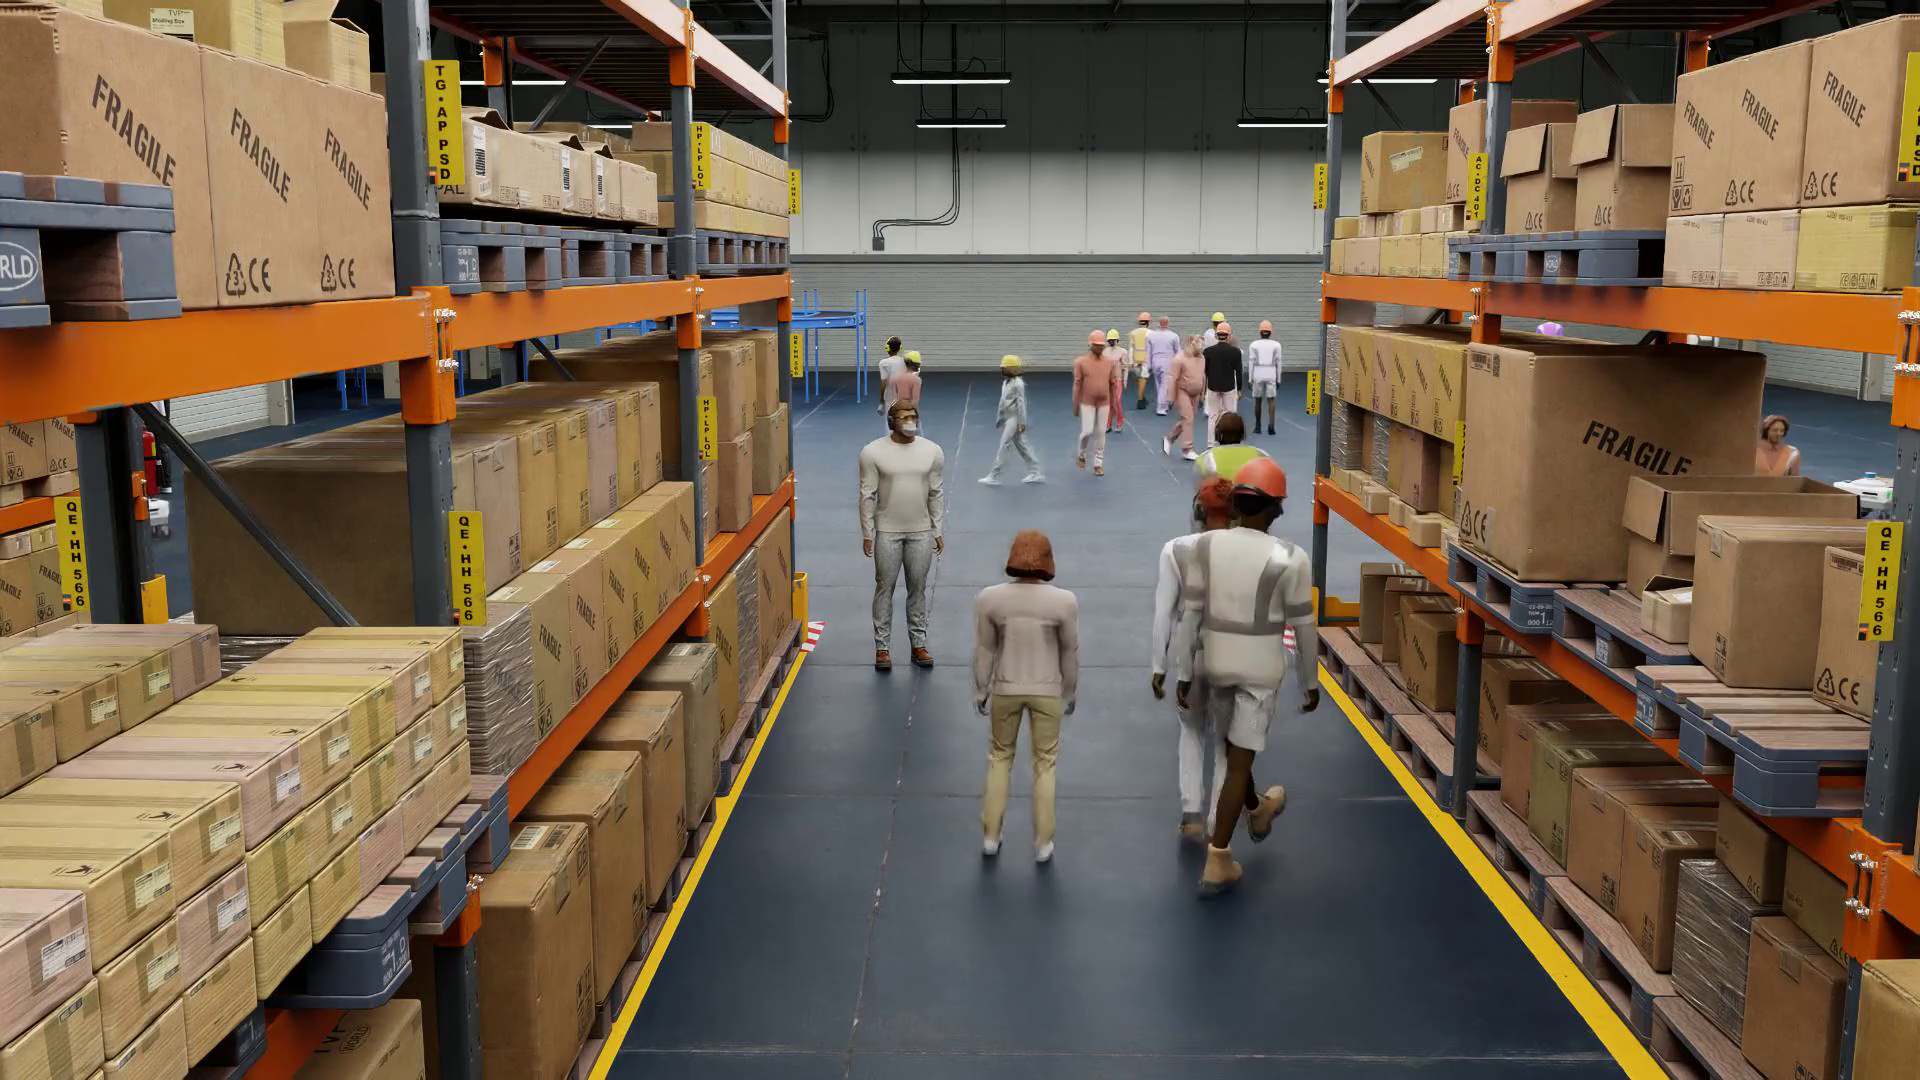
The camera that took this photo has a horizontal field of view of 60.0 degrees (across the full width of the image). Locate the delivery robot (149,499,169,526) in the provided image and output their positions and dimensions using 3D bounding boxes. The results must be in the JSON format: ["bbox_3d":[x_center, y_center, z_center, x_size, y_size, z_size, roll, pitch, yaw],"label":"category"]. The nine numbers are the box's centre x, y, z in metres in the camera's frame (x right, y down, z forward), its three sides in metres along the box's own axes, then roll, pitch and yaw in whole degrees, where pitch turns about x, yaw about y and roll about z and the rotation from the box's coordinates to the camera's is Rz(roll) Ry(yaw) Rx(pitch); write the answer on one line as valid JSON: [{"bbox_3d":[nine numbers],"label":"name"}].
[{"bbox_3d":[-8.624,-0.278,17.297,0.477,0.478,0.707,7,12,35],"label":"delivery robot"}]

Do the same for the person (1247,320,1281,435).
[{"bbox_3d":[5.176,-2.770,28.296,0.553,1.945,0.459,1,10,5],"label":"person"}]

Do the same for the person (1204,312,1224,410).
[{"bbox_3d":[5.036,-3.507,32.698,0.594,1.922,0.386,-9,13,-43],"label":"person"}]

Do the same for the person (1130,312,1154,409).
[{"bbox_3d":[3.737,-3.592,33.280,0.550,1.907,0.842,7,12,37],"label":"person"}]

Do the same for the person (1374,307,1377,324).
[{"bbox_3d":[10.472,-5.085,42.538,0.648,1.802,0.790,-8,12,-40],"label":"person"}]

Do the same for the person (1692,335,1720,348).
[{"bbox_3d":[14.760,-3.509,33.003,0.515,1.828,0.627,4,10,21],"label":"person"}]

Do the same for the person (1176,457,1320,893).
[{"bbox_3d":[1.412,0.601,7.902,0.621,1.986,1.047,8,12,39],"label":"person"}]

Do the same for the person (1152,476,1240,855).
[{"bbox_3d":[1.265,0.615,8.226,0.613,1.851,0.585,2,10,10],"label":"person"}]

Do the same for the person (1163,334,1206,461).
[{"bbox_3d":[3.340,-2.149,24.782,0.698,1.860,0.883,-7,12,-38],"label":"person"}]

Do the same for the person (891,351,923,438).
[{"bbox_3d":[-0.692,-1.702,22.546,0.535,1.703,0.958,8,12,39],"label":"person"}]

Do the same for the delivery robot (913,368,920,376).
[{"bbox_3d":[-1.326,-4.019,39.708,0.707,0.478,0.477,4,10,23],"label":"delivery robot"}]

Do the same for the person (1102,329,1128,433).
[{"bbox_3d":[2.604,-2.731,28.544,0.541,1.764,0.360,5,11,28],"label":"person"}]

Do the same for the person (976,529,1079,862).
[{"bbox_3d":[0.326,0.754,8.116,0.508,1.614,0.305,2,10,13],"label":"person"}]

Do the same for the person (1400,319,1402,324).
[{"bbox_3d":[8.508,-3.351,31.903,0.662,1.883,0.829,9,13,44],"label":"person"}]

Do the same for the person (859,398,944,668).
[{"bbox_3d":[-0.413,-0.052,11.962,0.634,1.940,0.367,-3,10,-16],"label":"person"}]

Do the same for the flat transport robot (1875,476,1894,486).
[{"bbox_3d":[11.316,-0.606,20.392,0.652,0.197,1.431,8,13,41],"label":"flat transport robot"}]

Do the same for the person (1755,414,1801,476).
[{"bbox_3d":[6.959,-0.297,14.393,0.513,1.610,0.705,3,10,15],"label":"person"}]

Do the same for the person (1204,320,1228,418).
[{"bbox_3d":[4.852,-3.222,31.324,0.540,1.829,0.966,6,11,32],"label":"person"}]

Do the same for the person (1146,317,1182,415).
[{"bbox_3d":[3.956,-3.335,31.871,0.673,1.855,0.988,6,11,32],"label":"person"}]

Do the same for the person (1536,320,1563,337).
[{"bbox_3d":[12.808,-4.088,36.196,0.577,1.911,0.751,4,10,20],"label":"person"}]

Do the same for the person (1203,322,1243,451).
[{"bbox_3d":[3.984,-2.305,25.294,0.624,1.990,0.397,2,10,14],"label":"person"}]

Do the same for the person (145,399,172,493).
[{"bbox_3d":[-10.153,-1.522,20.830,0.377,1.917,0.599,5,10,25],"label":"person"}]

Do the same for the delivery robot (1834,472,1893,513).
[{"bbox_3d":[10.242,-0.518,18.738,0.477,0.478,0.707,-5,11,-28],"label":"delivery robot"}]

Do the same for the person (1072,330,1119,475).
[{"bbox_3d":[1.860,-1.884,22.803,0.615,1.982,0.474,-2,10,-12],"label":"person"}]

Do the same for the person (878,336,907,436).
[{"bbox_3d":[-0.935,-1.952,23.578,0.509,1.862,0.328,-6,11,-33],"label":"person"}]

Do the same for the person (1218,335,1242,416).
[{"bbox_3d":[4.795,-2.872,29.816,0.511,1.607,0.814,-1,10,-6],"label":"person"}]

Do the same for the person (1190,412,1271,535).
[{"bbox_3d":[1.993,-0.052,12.345,0.636,1.803,0.872,0,9,0],"label":"person"}]

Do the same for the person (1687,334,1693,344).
[{"bbox_3d":[15.447,-3.886,34.981,0.450,1.925,0.605,-6,11,-32],"label":"person"}]

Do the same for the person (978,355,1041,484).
[{"bbox_3d":[0.685,-1.587,21.888,0.917,1.695,0.503,-3,10,-20],"label":"person"}]
